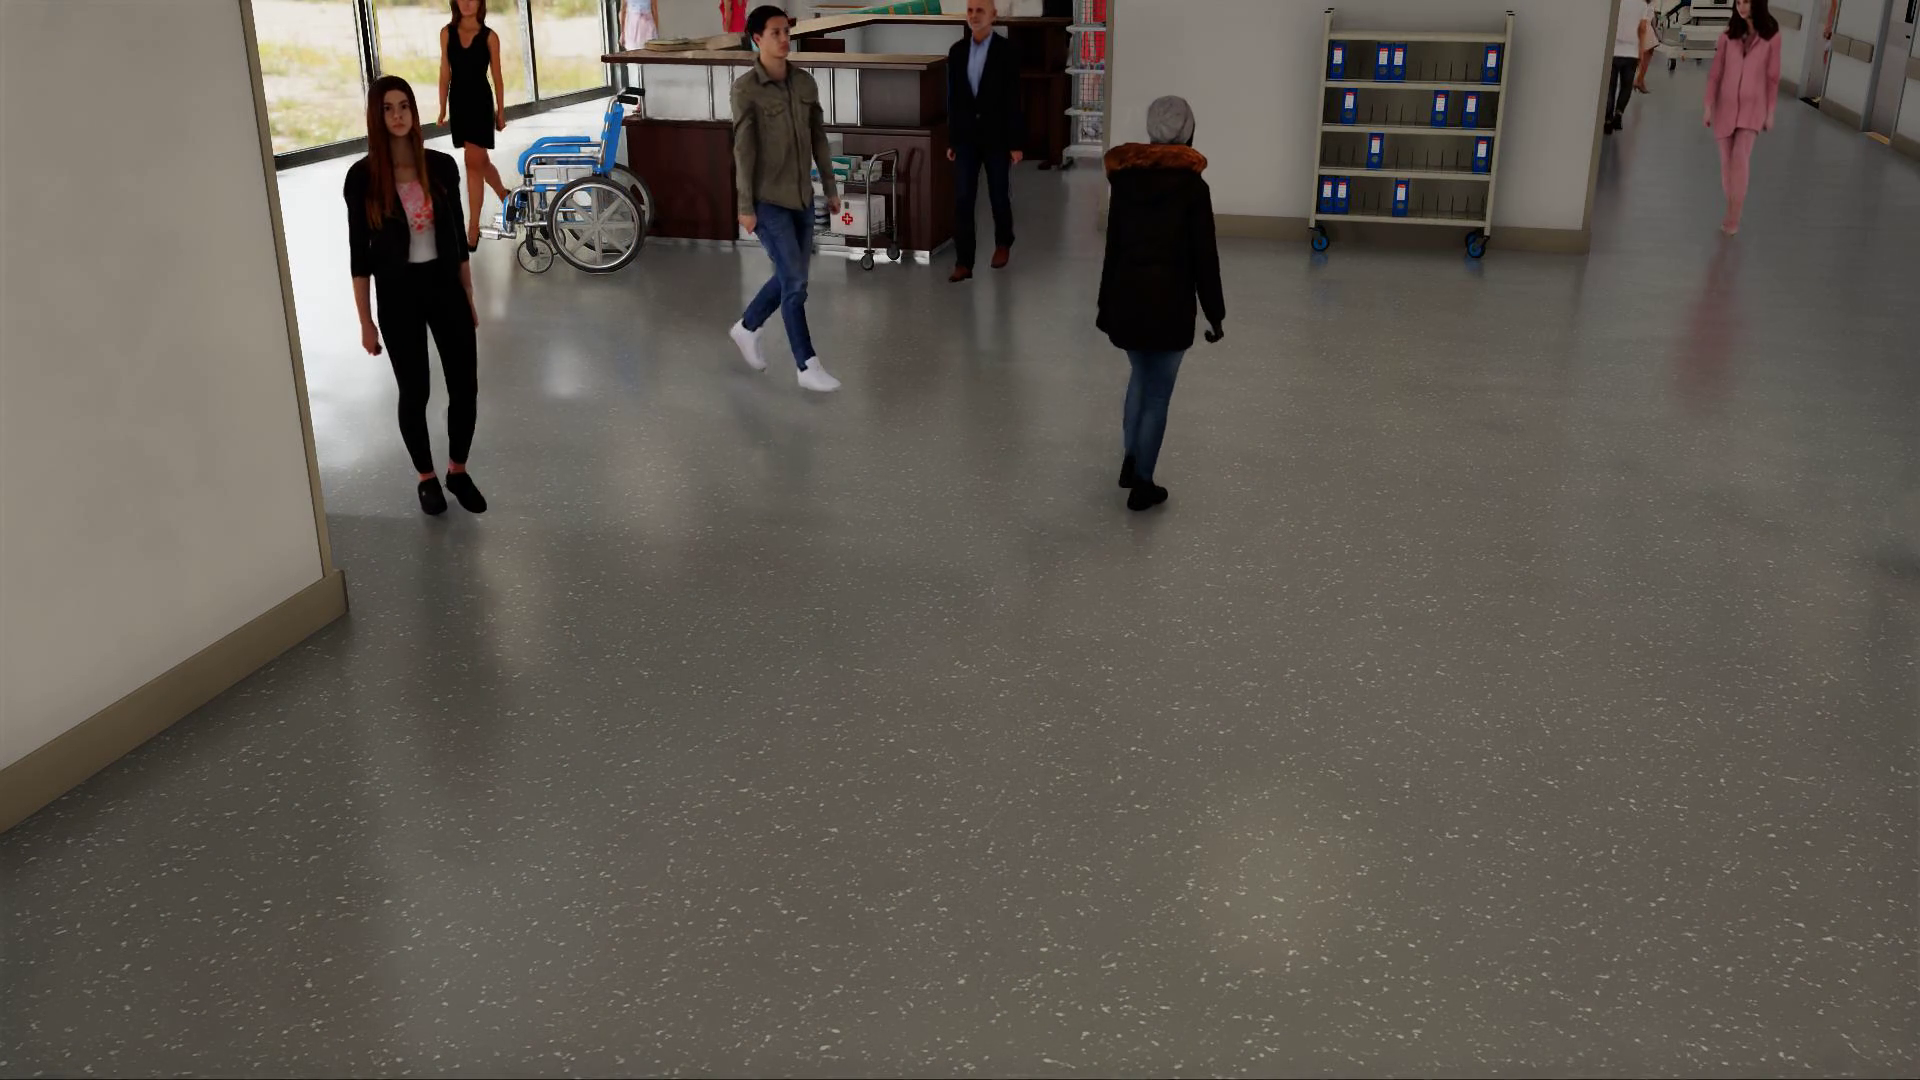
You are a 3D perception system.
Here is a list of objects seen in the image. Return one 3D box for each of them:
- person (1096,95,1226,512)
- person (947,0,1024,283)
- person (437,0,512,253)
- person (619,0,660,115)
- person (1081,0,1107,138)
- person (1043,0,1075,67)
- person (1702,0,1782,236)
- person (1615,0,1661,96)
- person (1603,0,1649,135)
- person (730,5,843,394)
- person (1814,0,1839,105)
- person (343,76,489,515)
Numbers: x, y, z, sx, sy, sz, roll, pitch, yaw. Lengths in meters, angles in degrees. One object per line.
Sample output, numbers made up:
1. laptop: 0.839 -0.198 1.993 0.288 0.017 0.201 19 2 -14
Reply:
1. person: 0.719 -0.890 6.481 0.672 1.628 0.796 14 25 33
2. person: 0.186 -2.598 10.800 1.087 1.764 0.789 7 22 17
3. person: -3.374 -2.946 11.679 1.143 1.791 0.771 3 21 7
4. person: -3.670 -5.790 19.239 1.177 1.755 0.821 2 21 6
5. person: 1.438 -5.255 17.724 0.556 1.828 0.619 9 23 23
6. person: 1.329 -7.051 22.782 0.807 1.604 0.800 10 23 26
7. person: 5.755 -3.151 12.249 0.857 1.771 0.856 15 25 34
8. person: 8.714 -6.621 21.482 0.919 1.719 0.969 -13 24 -30
9. person: 7.063 -5.218 17.784 0.547 1.715 0.723 7 22 19
10. person: -0.935 -1.693 8.288 1.248 1.850 1.019 17 26 37
11. person: 10.892 -6.254 20.389 0.861 1.809 0.969 -19 28 -40
12. person: -2.136 -0.941 6.517 0.751 1.699 0.813 -11 24 -27
